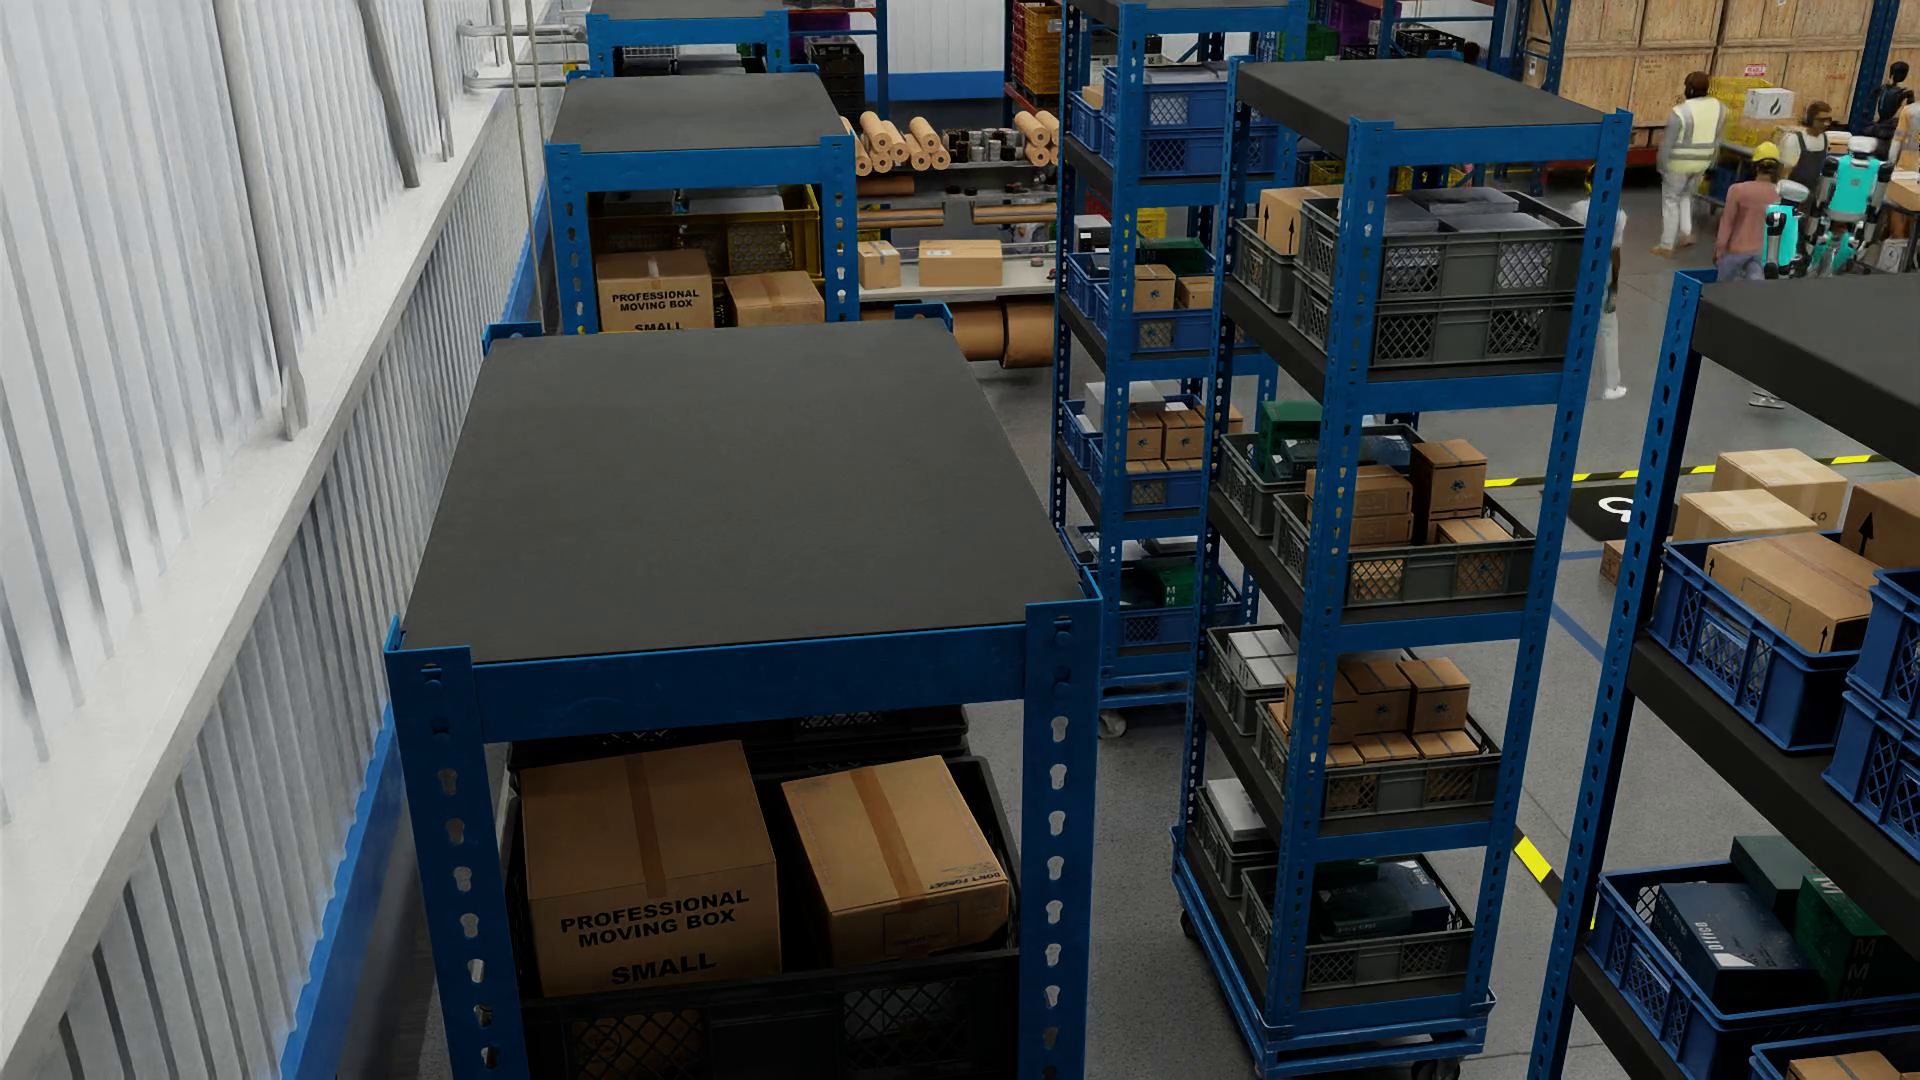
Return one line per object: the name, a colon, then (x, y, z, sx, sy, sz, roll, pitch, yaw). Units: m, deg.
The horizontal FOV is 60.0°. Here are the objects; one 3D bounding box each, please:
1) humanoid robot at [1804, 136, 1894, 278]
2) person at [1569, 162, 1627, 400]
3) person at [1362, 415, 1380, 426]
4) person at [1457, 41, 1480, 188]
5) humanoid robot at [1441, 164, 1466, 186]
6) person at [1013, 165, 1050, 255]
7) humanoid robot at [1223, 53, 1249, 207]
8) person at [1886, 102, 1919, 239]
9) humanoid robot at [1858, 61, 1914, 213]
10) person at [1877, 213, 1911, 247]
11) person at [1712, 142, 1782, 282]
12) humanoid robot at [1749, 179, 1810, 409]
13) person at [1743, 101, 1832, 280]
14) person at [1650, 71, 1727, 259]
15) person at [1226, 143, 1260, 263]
humanoid robot: (7.498, -2.620, 14.250, 0.584, 1.778, 0.866, 10, 26, 20)
person: (4.845, -1.967, 12.728, 0.658, 1.822, 0.557, -15, 29, -30)
person: (1.808, 0.185, 8.002, 0.590, 1.852, 0.365, -2, 25, -5)
person: (5.370, -4.358, 17.832, 0.625, 1.886, 0.518, -10, 26, -20)
humanoid robot: (4.919, -3.848, 17.027, 0.610, 1.627, 0.749, -3, 25, -7)
person: (0.648, -2.839, 14.704, 0.295, 1.743, 0.483, 15, 29, 30)
humanoid robot: (3.016, -4.477, 18.365, 0.533, 1.822, 0.818, 21, 32, 37)
person: (9.323, -3.588, 16.150, 0.567, 1.905, 0.698, 5, 25, 11)
humanoid robot: (10.006, -4.361, 18.104, 0.397, 1.646, 0.603, -14, 28, -27)
person: (9.462, -3.566, 16.014, 0.609, 1.980, 1.084, -17, 29, -32)
person: (6.491, -2.413, 13.764, 0.560, 1.738, 0.706, 3, 25, 6)
humanoid robot: (6.204, -1.778, 12.240, 0.735, 1.681, 0.533, 17, 30, 32)
person: (7.685, -3.141, 15.309, 0.502, 1.794, 0.970, -5, 25, -11)
person: (7.166, -3.704, 16.477, 0.644, 1.828, 0.464, -7, 26, -14)
person: (2.868, -3.589, 16.196, 0.507, 1.863, 0.321, 2, 25, 4)
